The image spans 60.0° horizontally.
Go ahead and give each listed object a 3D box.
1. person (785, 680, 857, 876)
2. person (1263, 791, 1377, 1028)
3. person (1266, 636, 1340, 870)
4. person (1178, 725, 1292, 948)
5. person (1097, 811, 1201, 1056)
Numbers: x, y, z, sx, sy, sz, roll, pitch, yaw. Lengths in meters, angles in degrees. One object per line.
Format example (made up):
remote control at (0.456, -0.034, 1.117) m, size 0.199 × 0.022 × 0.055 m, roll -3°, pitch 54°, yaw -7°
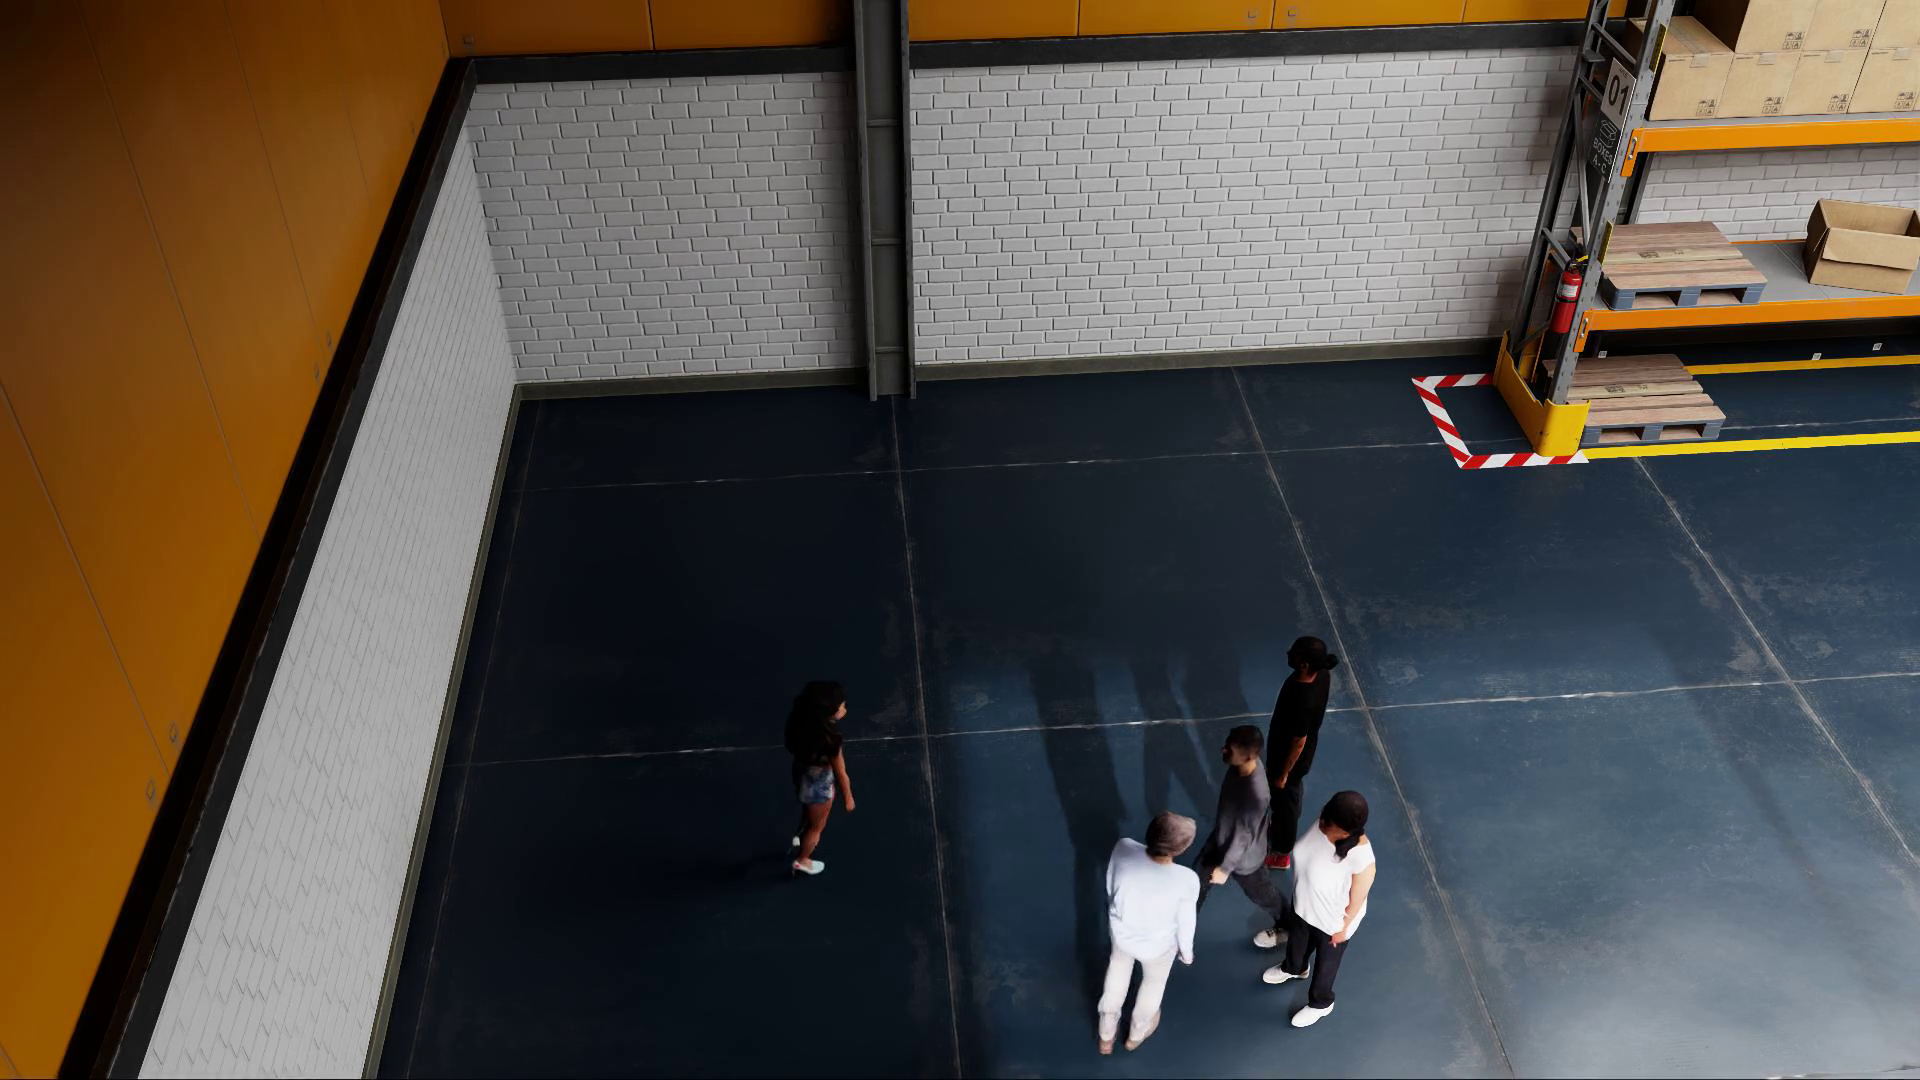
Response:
person at (-0.879, 1.415, 9.678) m, size 0.725 × 1.586 × 0.693 m, roll -24°, pitch 44°, yaw -27°
person at (1.949, 1.942, 8.937) m, size 0.685 × 1.688 × 0.711 m, roll -12°, pitch 40°, yaw -15°
person at (1.954, 1.232, 9.770) m, size 0.714 × 1.758 × 0.714 m, roll 12°, pitch 40°, yaw 15°
person at (1.631, 1.711, 9.209) m, size 1.210 × 1.710 × 0.718 m, roll -7°, pitch 39°, yaw -9°
person at (0.929, 2.093, 8.610) m, size 0.841 × 1.859 × 0.916 m, roll 18°, pitch 42°, yaw 21°
